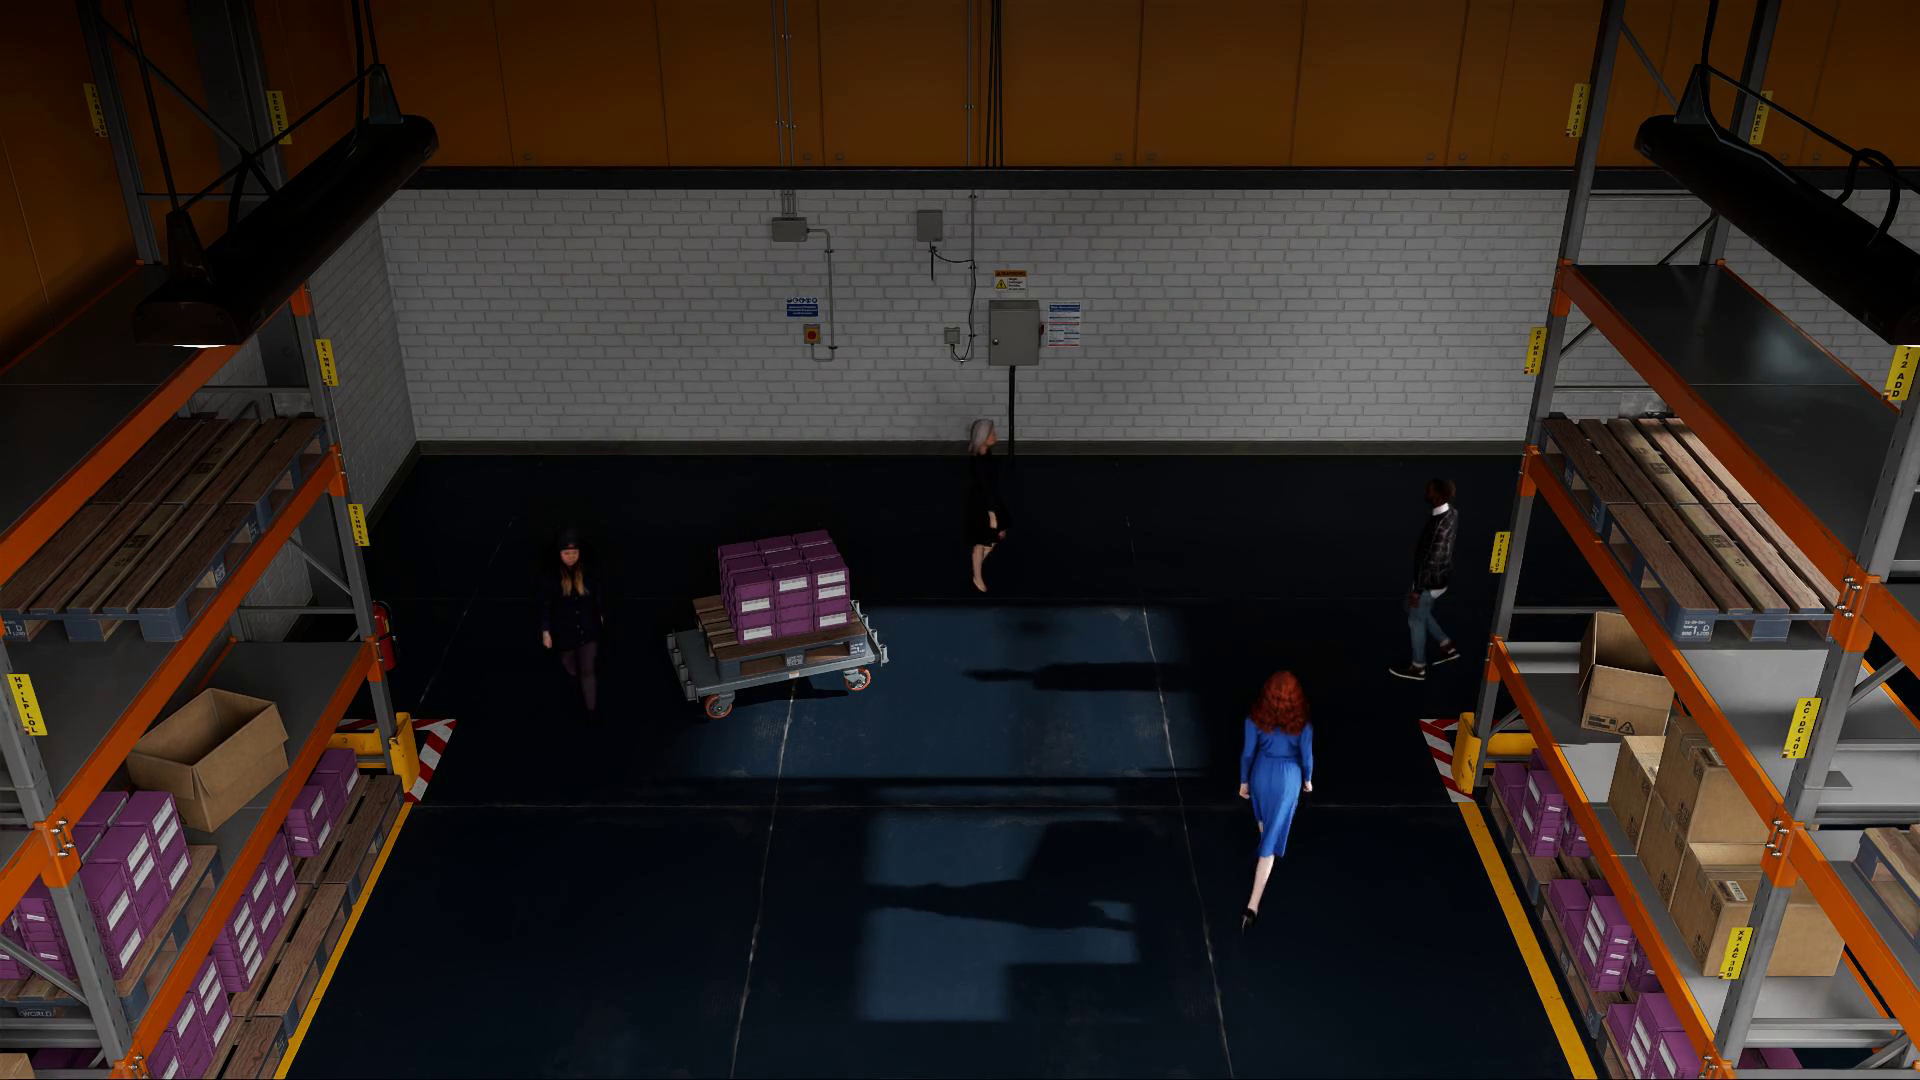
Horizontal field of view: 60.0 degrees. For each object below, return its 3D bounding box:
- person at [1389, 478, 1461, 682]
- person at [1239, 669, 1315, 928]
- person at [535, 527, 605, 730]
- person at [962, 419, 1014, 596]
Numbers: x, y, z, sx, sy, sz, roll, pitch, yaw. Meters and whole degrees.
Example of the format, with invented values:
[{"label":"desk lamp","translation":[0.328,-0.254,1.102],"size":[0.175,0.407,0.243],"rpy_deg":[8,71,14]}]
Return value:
[{"label":"person","translation":[3.852,0.350,13.316],"size":[0.894,1.806,0.843],"rpy_deg":[13,31,22]},{"label":"person","translation":[2.023,1.714,10.844],"size":[0.979,1.779,1.224],"rpy_deg":[14,32,24]},{"label":"person","translation":[-3.038,0.620,13.016],"size":[0.933,1.618,1.200],"rpy_deg":[-9,30,-16]},{"label":"person","translation":[0.114,-0.261,14.510],"size":[0.687,1.736,0.603],"rpy_deg":[1,29,2]}]
